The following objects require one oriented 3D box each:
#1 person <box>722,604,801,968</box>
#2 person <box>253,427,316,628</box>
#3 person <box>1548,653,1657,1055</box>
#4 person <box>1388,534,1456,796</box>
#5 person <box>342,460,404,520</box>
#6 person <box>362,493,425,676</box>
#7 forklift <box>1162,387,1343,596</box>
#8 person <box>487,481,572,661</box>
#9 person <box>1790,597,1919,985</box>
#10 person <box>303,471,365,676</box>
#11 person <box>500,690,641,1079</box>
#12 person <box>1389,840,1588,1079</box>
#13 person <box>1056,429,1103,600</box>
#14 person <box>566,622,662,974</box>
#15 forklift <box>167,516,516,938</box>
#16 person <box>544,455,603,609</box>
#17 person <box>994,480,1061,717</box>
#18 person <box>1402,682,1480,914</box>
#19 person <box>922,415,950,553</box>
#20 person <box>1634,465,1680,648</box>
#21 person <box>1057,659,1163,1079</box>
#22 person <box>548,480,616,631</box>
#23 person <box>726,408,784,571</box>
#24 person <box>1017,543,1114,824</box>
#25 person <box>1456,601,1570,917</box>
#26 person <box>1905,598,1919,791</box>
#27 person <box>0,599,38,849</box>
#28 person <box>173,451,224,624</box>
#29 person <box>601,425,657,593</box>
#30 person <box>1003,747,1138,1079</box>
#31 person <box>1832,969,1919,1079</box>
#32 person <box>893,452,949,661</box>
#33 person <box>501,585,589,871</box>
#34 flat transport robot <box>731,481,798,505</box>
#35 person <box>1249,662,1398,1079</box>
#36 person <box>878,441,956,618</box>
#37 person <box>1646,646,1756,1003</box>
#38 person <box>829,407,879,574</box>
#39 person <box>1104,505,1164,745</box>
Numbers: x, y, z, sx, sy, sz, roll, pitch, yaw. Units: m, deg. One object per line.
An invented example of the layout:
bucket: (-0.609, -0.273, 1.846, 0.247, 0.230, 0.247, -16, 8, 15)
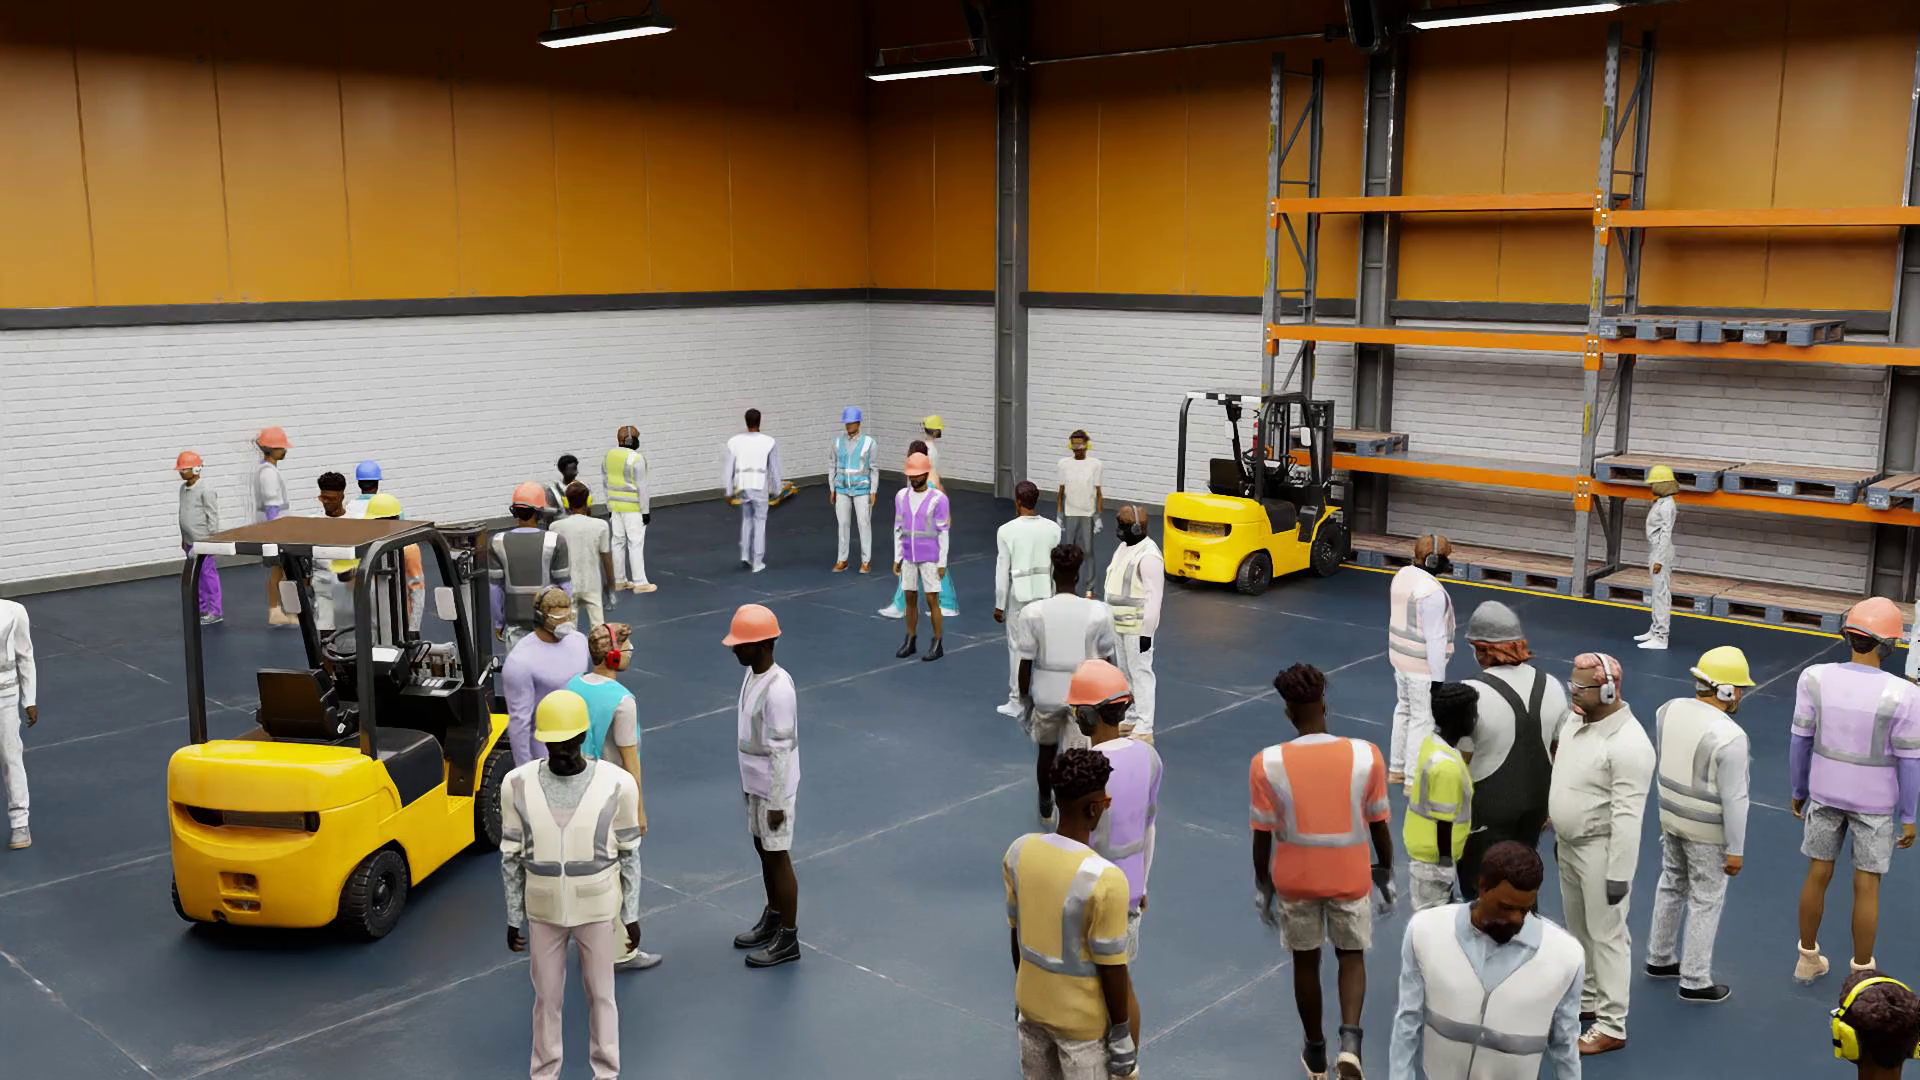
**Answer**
person: (-1.044, 1.281, 8.775, 0.388, 1.930, 0.544, -4, 11, -22)
person: (-6.657, -0.127, 16.519, 0.617, 2.021, 0.650, -6, 12, -32)
person: (2.974, 1.459, 7.858, 0.397, 1.900, 0.649, -1, 10, -6)
person: (3.182, 0.861, 11.463, 0.429, 1.830, 0.635, -2, 10, -9)
person: (-5.095, 0.276, 14.471, 0.605, 1.939, 0.415, 0, 10, 0)
person: (-4.320, 0.595, 12.678, 0.594, 1.924, 0.382, 8, 13, 39)
forklift: (3.298, -0.608, 18.767, 1.214, 2.155, 2.313, 9, 13, 42)
person: (-3.197, 0.577, 12.452, 0.608, 2.044, 0.377, 0, 10, -1)
person: (4.519, 1.290, 8.395, 0.389, 2.041, 0.614, -8, 13, -39)
person: (-5.096, 0.402, 13.669, 0.614, 1.962, 0.362, -2, 10, -13)
person: (-1.660, 1.571, 7.119, 0.588, 1.928, 0.383, 0, 10, -2)
person: (1.790, 1.858, 5.685, 0.615, 1.861, 0.937, 4, 11, 22)
person: (1.275, -0.259, 17.745, 0.520, 1.860, 0.325, 3, 10, 16)
person: (-1.850, 1.339, 8.674, 0.571, 1.843, 0.373, 10, 14, 44)
forklift: (-3.583, 0.976, 9.748, 1.214, 2.155, 2.313, 2, 10, 11)
person: (-3.990, -0.048, 17.096, 0.550, 1.646, 0.884, -7, 12, -36)
person: (0.553, 0.478, 13.401, 0.586, 1.913, 0.393, -6, 12, -32)
person: (2.339, 1.513, 8.130, 0.338, 1.692, 0.543, 2, 10, 11)
person: (-0.310, -0.655, 20.282, 0.591, 1.742, 0.552, 0, 10, -1)
person: (6.589, 0.155, 15.713, 0.300, 1.743, 0.484, 3, 10, 18)
person: (0.594, 1.514, 7.166, 0.403, 2.030, 0.612, 9, 13, 42)
person: (-3.134, 0.434, 13.805, 0.531, 1.860, 0.320, -1, 10, -7)
person: (-2.410, -0.590, 19.511, 0.608, 1.897, 0.511, 2, 10, 13)
person: (0.673, 0.965, 10.573, 0.599, 1.917, 0.939, 1, 10, 7)
person: (2.676, 1.292, 8.387, 0.707, 2.000, 0.535, -4, 11, -23)
person: (6.838, 0.910, 11.486, 0.568, 1.727, 0.375, -1, 10, -6)
person: (-6.094, 1.019, 10.387, 0.586, 1.883, 0.340, -3, 11, -19)
person: (-7.684, -0.028, 16.727, 0.575, 1.747, 0.341, 7, 12, 35)
person: (-3.627, -0.337, 18.241, 0.623, 1.840, 0.430, 7, 12, 35)
person: (0.409, 1.724, 6.172, 0.378, 1.958, 0.606, -7, 12, -36)
person: (2.434, 2.068, 4.496, 0.519, 1.860, 0.320, 1, 10, 8)
person: (-0.365, 0.152, 15.213, 0.552, 1.928, 0.390, 6, 11, 29)
person: (-2.268, 1.190, 9.298, 0.374, 1.929, 0.636, 5, 11, 26)
flat transport robot: (-2.916, -0.719, 24.873, 0.652, 0.197, 1.431, 1, 10, 8)
person: (1.619, 1.523, 7.395, 0.687, 1.930, 0.614, 1, 10, 6)
person: (-0.435, -0.094, 16.805, 0.926, 1.852, 0.680, -5, 11, -25)
person: (3.712, 1.418, 8.319, 0.403, 1.817, 0.601, -3, 10, -14)
person: (-1.237, -0.580, 19.308, 0.605, 1.948, 0.391, 3, 10, 15)
person: (1.302, 0.648, 12.624, 0.429, 1.842, 0.636, -3, 10, -16)
